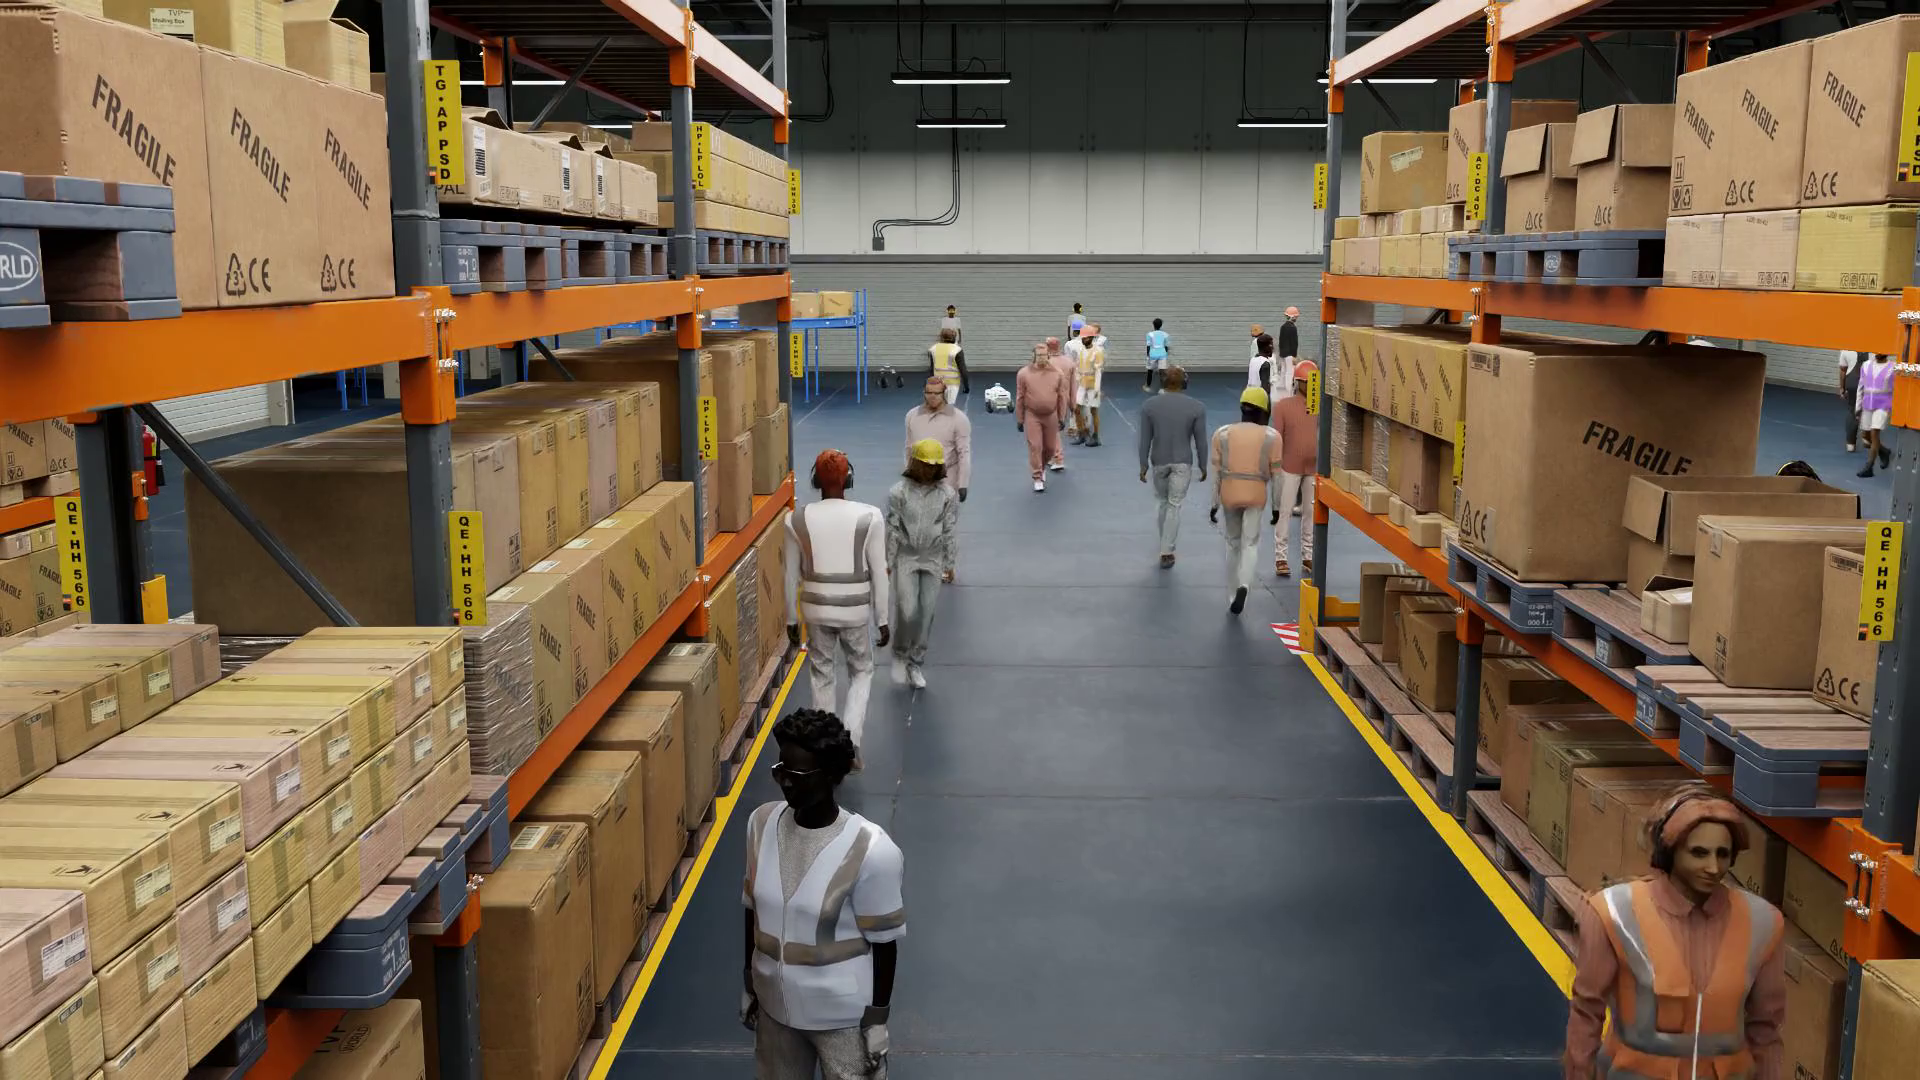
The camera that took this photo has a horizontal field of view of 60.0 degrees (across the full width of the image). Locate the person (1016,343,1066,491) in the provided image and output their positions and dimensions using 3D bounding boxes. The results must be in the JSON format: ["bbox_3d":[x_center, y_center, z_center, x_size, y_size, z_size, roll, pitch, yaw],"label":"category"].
[{"bbox_3d":[1.026,-1.598,21.371,0.648,1.886,0.731,-2,10,-10],"label":"person"}]

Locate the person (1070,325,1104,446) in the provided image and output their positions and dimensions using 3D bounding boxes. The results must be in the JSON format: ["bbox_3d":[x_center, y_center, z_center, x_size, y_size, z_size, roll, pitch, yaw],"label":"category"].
[{"bbox_3d":[2.005,-2.422,26.246,0.554,1.914,0.640,9,13,42],"label":"person"}]

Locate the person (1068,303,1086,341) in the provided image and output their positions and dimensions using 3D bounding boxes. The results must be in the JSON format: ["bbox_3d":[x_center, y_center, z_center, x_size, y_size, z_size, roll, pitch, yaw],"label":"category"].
[{"bbox_3d":[3.007,-5.171,42.864,0.571,1.868,0.327,4,10,22],"label":"person"}]

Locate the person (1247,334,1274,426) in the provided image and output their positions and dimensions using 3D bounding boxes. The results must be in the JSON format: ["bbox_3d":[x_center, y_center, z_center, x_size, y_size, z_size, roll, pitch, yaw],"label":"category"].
[{"bbox_3d":[4.153,-1.883,22.989,0.378,1.917,0.597,-1,10,-8],"label":"person"}]

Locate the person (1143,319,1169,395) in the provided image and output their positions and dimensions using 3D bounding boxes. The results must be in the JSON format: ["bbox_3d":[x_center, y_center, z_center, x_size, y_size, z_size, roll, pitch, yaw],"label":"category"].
[{"bbox_3d":[4.322,-4.048,36.729,0.550,1.657,0.842,-2,10,-12],"label":"person"}]

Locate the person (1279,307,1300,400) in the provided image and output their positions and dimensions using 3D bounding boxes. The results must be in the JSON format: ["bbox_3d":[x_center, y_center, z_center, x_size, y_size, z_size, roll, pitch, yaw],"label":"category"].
[{"bbox_3d":[6.792,-3.806,34.279,0.391,1.995,0.613,-2,10,-14],"label":"person"}]

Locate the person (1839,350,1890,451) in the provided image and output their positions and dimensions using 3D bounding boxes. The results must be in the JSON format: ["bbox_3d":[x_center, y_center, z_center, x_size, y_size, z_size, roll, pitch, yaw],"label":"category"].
[{"bbox_3d":[13.942,-2.368,25.655,0.702,2.000,0.538,8,13,41],"label":"person"}]

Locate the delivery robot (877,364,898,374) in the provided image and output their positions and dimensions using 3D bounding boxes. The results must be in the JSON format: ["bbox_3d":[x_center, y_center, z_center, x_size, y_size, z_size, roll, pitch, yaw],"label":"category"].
[{"bbox_3d":[-1.693,-4.011,38.883,0.335,0.223,0.698,-6,11,-30],"label":"delivery robot"}]

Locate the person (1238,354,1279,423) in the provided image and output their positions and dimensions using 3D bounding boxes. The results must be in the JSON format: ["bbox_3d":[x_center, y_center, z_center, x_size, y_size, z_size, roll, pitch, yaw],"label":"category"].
[{"bbox_3d":[5.157,-2.594,28.206,0.891,1.581,0.525,3,10,19],"label":"person"}]

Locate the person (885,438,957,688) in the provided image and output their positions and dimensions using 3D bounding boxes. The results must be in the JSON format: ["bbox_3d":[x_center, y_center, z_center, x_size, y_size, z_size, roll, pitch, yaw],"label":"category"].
[{"bbox_3d":[-0.258,0.156,11.336,0.504,1.715,0.396,-4,10,-21],"label":"person"}]

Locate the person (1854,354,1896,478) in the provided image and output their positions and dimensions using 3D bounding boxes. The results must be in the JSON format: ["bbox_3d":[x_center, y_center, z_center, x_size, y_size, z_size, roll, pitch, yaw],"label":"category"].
[{"bbox_3d":[12.582,-1.840,22.745,0.800,1.920,0.552,-6,11,-30],"label":"person"}]

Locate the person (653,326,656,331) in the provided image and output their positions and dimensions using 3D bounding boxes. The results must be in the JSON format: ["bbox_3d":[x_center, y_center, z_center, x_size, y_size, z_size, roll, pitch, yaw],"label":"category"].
[{"bbox_3d":[-4.969,-2.629,27.541,0.552,1.901,0.950,-1,10,-4],"label":"person"}]

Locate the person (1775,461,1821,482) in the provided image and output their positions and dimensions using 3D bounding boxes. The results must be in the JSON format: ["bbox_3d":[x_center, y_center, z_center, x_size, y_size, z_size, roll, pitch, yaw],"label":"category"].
[{"bbox_3d":[4.374,0.506,8.824,0.520,1.873,0.328,1,10,5],"label":"person"}]

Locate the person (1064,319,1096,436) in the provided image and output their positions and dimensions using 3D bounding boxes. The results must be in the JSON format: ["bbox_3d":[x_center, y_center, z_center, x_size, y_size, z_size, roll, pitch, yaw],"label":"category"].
[{"bbox_3d":[2.003,-2.724,27.929,0.615,1.950,0.375,-5,11,-28],"label":"person"}]

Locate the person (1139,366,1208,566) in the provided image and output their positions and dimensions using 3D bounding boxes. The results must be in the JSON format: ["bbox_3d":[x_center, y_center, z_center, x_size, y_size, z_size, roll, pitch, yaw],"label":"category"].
[{"bbox_3d":[2.104,-0.742,16.198,0.648,1.897,0.934,3,10,19],"label":"person"}]

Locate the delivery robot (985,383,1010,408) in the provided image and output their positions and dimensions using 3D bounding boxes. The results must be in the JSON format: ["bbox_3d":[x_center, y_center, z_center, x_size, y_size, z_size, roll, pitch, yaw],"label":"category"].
[{"bbox_3d":[0.736,-2.817,32.510,0.477,0.478,0.707,-2,10,-14],"label":"delivery robot"}]

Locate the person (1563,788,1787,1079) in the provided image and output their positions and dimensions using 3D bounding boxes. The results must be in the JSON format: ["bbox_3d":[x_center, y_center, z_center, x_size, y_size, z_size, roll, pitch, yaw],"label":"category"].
[{"bbox_3d":[1.770,1.407,4.127,0.534,1.626,0.364,0,9,0],"label":"person"}]

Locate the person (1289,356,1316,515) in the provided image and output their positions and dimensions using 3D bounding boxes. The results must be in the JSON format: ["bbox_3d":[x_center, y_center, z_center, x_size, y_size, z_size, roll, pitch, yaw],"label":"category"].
[{"bbox_3d":[4.010,-1.204,19.189,0.532,1.827,0.456,8,13,41],"label":"person"}]

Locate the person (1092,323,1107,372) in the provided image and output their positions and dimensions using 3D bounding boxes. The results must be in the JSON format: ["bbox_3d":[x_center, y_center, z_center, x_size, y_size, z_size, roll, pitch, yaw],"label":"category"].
[{"bbox_3d":[2.929,-3.900,36.009,0.507,1.604,0.840,2,10,12],"label":"person"}]

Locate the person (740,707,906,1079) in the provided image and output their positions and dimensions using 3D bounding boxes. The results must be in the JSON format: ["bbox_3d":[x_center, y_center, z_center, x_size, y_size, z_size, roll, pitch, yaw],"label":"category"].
[{"bbox_3d":[-0.399,1.292,4.632,0.533,1.697,0.319,6,11,31],"label":"person"}]

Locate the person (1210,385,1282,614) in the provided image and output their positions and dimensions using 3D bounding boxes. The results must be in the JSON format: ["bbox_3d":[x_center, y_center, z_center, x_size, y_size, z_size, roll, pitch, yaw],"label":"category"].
[{"bbox_3d":[2.371,-0.334,13.832,0.585,1.892,0.841,2,10,14],"label":"person"}]

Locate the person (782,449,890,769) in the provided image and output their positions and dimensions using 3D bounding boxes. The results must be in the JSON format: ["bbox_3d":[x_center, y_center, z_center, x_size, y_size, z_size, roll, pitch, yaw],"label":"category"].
[{"bbox_3d":[-0.694,0.423,9.313,0.611,1.870,0.415,0,9,2],"label":"person"}]

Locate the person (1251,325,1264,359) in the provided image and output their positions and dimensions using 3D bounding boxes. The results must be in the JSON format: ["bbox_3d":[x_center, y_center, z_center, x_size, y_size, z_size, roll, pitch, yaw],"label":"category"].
[{"bbox_3d":[6.083,-3.598,34.120,0.282,1.632,0.499,5,11,25],"label":"person"}]

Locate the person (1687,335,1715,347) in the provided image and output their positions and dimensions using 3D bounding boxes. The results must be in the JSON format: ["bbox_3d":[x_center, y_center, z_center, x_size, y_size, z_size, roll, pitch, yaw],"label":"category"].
[{"bbox_3d":[13.094,-2.924,29.536,0.599,1.813,0.531,1,10,5],"label":"person"}]

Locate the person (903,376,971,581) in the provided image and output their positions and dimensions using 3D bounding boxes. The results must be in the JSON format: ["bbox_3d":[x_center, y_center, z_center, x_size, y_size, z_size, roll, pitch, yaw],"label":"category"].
[{"bbox_3d":[-0.240,-0.531,15.007,0.675,1.882,0.731,3,10,18],"label":"person"}]

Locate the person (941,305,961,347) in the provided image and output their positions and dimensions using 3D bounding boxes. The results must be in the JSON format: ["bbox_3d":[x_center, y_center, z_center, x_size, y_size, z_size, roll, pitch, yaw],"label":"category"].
[{"bbox_3d":[-0.232,-4.941,41.548,0.523,1.841,0.694,0,9,0],"label":"person"}]

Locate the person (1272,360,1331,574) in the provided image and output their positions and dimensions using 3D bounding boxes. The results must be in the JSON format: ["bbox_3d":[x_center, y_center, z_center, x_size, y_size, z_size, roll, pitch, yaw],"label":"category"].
[{"bbox_3d":[3.197,-0.677,15.539,0.609,1.995,0.378,-2,10,-12],"label":"person"}]

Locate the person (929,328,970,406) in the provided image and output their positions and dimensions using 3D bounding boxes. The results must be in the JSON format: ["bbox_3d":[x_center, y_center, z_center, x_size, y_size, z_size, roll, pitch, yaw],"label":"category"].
[{"bbox_3d":[-0.109,-2.587,27.521,0.664,1.809,0.851,7,12,35],"label":"person"}]

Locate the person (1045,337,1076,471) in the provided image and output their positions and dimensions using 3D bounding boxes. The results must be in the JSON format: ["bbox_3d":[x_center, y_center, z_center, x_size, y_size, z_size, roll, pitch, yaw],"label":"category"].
[{"bbox_3d":[1.294,-1.926,23.463,0.659,1.850,1.024,-5,11,-25],"label":"person"}]
